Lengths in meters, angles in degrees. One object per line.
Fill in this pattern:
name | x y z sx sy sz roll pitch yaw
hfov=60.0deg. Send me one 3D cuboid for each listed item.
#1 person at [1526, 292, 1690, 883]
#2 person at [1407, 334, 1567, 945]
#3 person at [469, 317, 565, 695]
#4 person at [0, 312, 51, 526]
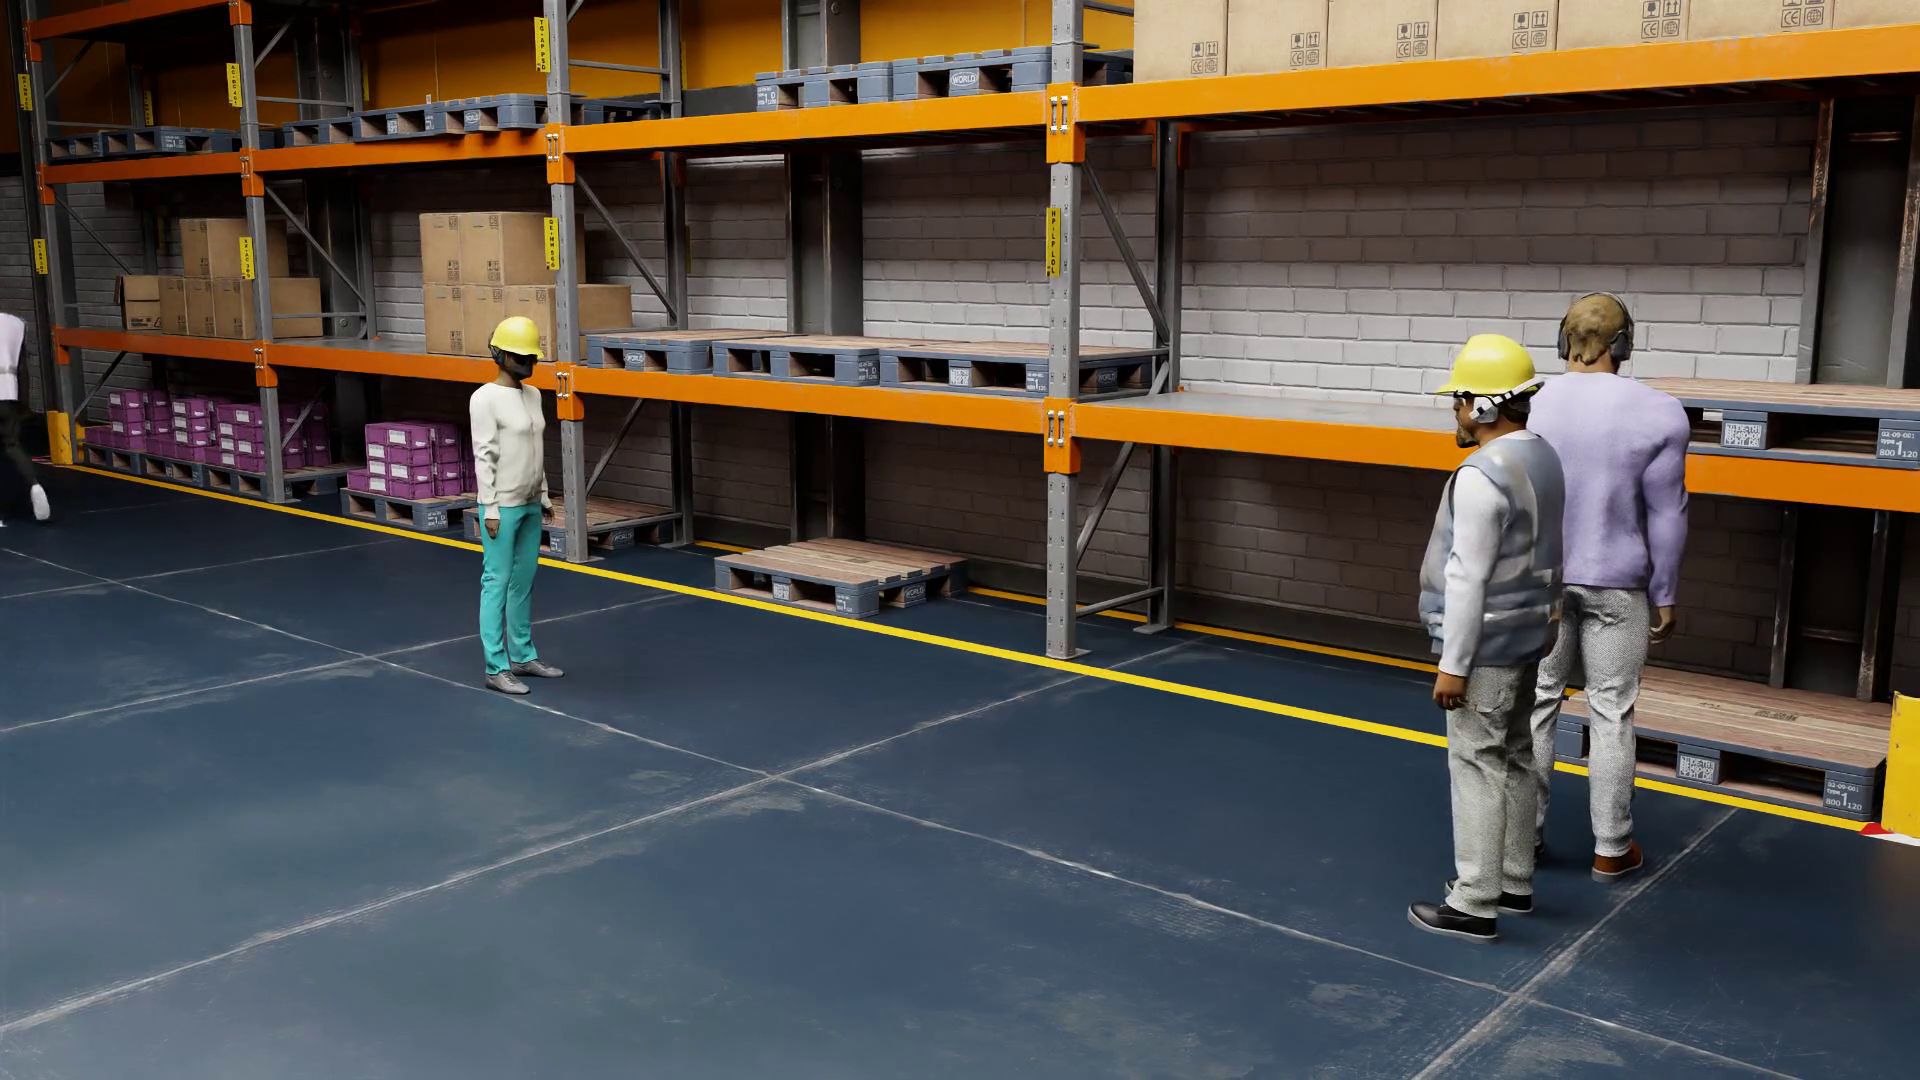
person | 2.041 0.161 5.472 0.627 1.933 0.371 6 11 29
person | 1.592 0.297 5.027 0.404 1.824 0.586 7 12 36
person | -2.082 -0.167 7.837 0.327 1.760 0.523 3 10 17
person | -7.107 -1.016 12.264 0.700 1.901 0.603 7 12 36
